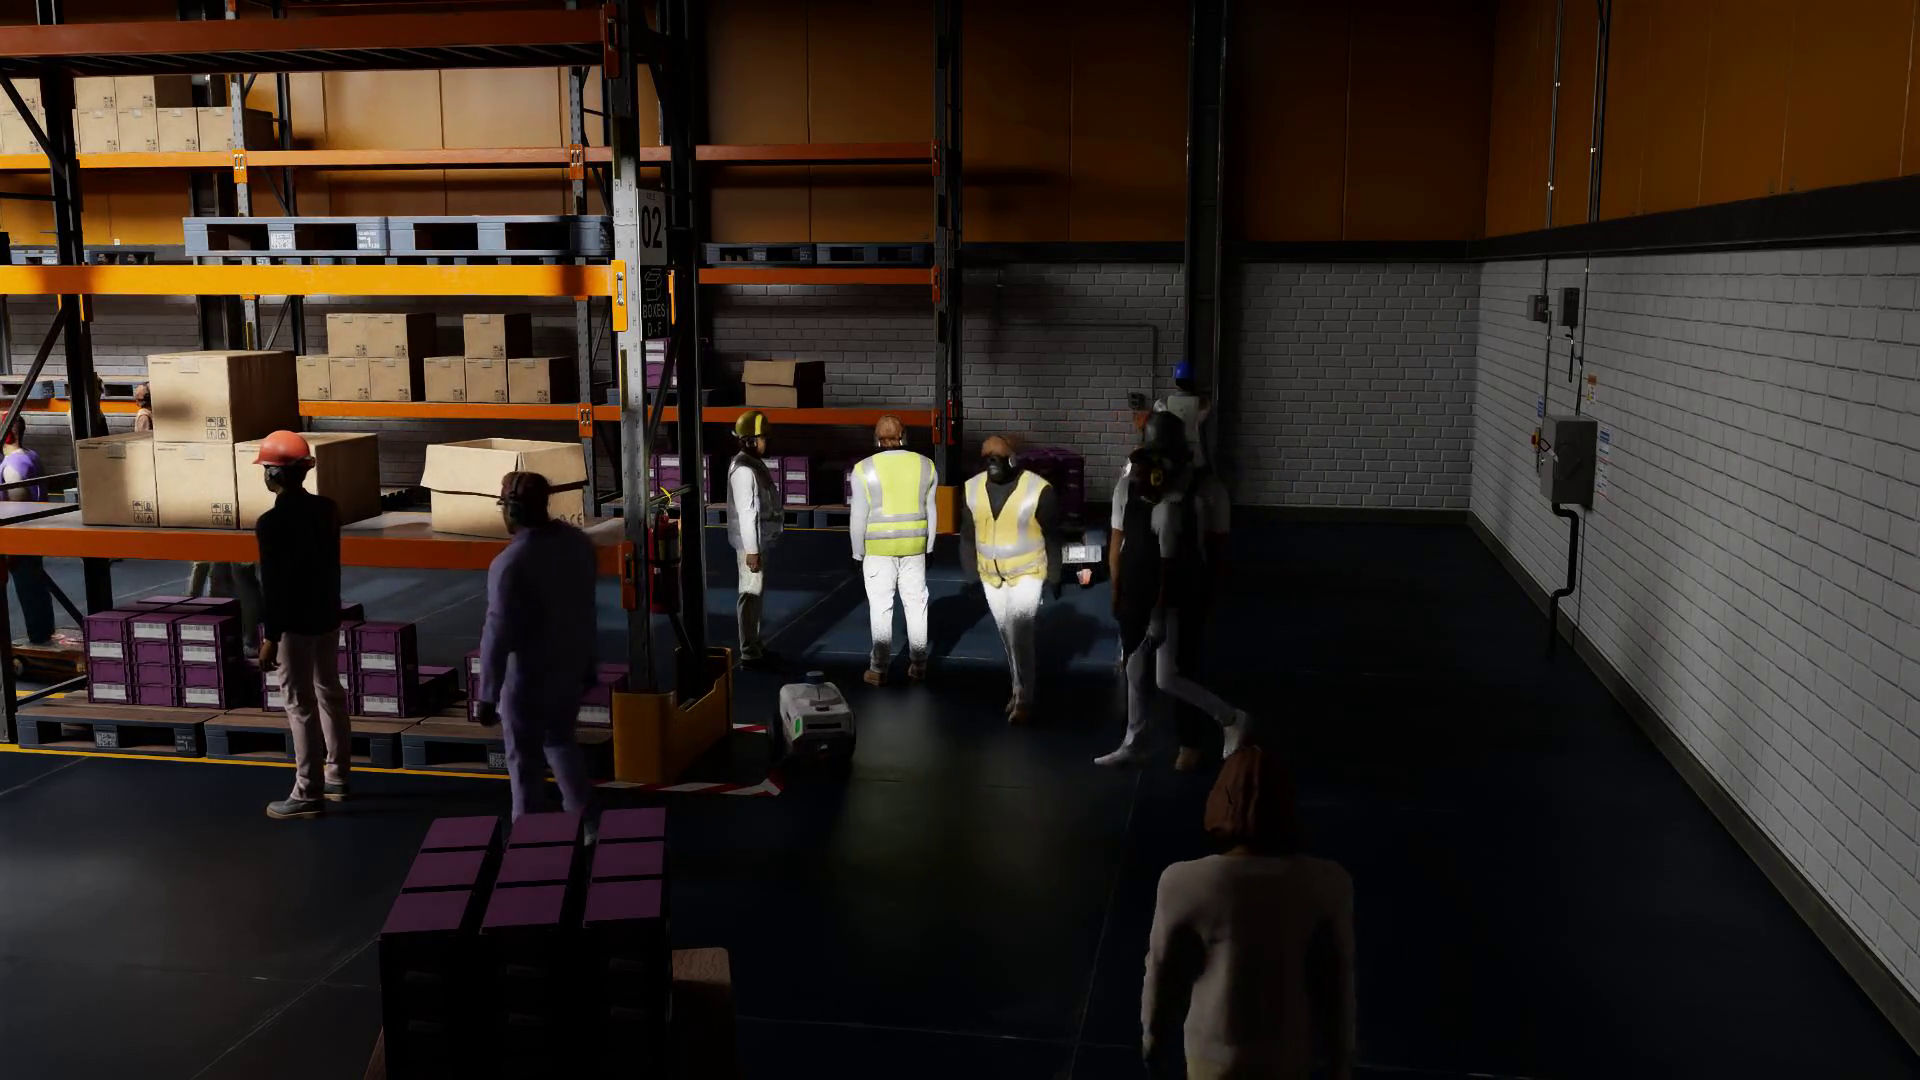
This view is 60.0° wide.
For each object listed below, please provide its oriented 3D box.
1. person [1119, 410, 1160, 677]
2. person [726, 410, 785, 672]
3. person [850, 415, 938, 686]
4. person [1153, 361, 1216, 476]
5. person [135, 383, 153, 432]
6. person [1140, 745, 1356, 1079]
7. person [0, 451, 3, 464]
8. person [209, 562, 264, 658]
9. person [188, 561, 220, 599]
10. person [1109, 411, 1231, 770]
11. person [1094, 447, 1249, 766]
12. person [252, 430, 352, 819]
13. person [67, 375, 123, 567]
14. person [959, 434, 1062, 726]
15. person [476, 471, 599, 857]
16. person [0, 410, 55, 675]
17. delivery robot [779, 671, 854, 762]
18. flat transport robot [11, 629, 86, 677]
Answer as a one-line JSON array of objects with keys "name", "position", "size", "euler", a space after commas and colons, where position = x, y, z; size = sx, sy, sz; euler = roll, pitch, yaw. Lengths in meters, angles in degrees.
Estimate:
[{"name": "person", "position": [1.366, 0.046, 11.333], "size": [0.627, 1.862, 0.621], "euler": [4, 10, 22]}, {"name": "person", "position": [-1.432, 0.003, 11.698], "size": [0.403, 1.837, 0.590], "euler": [0, 9, -2]}, {"name": "person", "position": [-0.454, 0.073, 11.266], "size": [0.619, 1.839, 0.430], "euler": [-3, 10, -20]}, {"name": "person", "position": [2.141, -0.741, 15.968], "size": [0.614, 1.945, 0.401], "euler": [1, 9, 8]}, {"name": "person", "position": [-8.422, -0.809, 17.334], "size": [0.306, 1.643, 0.523], "euler": [-4, 10, -21]}, {"name": "person", "position": [0.735, 1.306, 4.350], "size": [0.524, 1.582, 0.839], "euler": [0, 9, -1]}, {"name": "person", "position": [-9.196, -0.673, 15.694], "size": [0.685, 1.918, 0.650], "euler": [-3, 10, -19]}, {"name": "person", "position": [-5.253, -0.079, 11.959], "size": [0.474, 1.910, 0.596], "euler": [-3, 10, -19]}, {"name": "person", "position": [-5.847, -0.173, 12.833], "size": [0.309, 1.847, 0.622], "euler": [3, 10, 18]}, {"name": "person", "position": [1.153, 0.277, 9.367], "size": [0.695, 2.000, 0.535], "euler": [4, 10, 23]}, {"name": "person", "position": [1.199, 0.387, 9.336], "size": [0.793, 1.834, 0.526], "euler": [-1, 9, -8]}, {"name": "person", "position": [-3.393, 0.432, 8.544], "size": [0.383, 1.996, 0.609], "euler": [2, 9, 13]}, {"name": "person", "position": [-8.259, -0.666, 15.840], "size": [0.345, 1.841, 0.506], "euler": [-1, 9, -4]}, {"name": "person", "position": [0.296, 0.236, 10.374], "size": [0.624, 1.799, 0.734], "euler": [6, 11, 31]}, {"name": "person", "position": [-1.967, 0.619, 7.692], "size": [0.451, 1.897, 0.693], "euler": [5, 10, 27]}, {"name": "person", "position": [-6.501, 0.018, 11.582], "size": [0.372, 1.840, 0.570], "euler": [-3, 10, -19]}, {"name": "delivery robot", "position": [-0.807, 0.980, 9.313], "size": [0.477, 0.478, 0.707], "euler": [-2, 9, -13]}, {"name": "flat transport robot", "position": [-6.079, 0.797, 11.610], "size": [1.431, 0.197, 0.652], "euler": [3, 10, 19]}]
